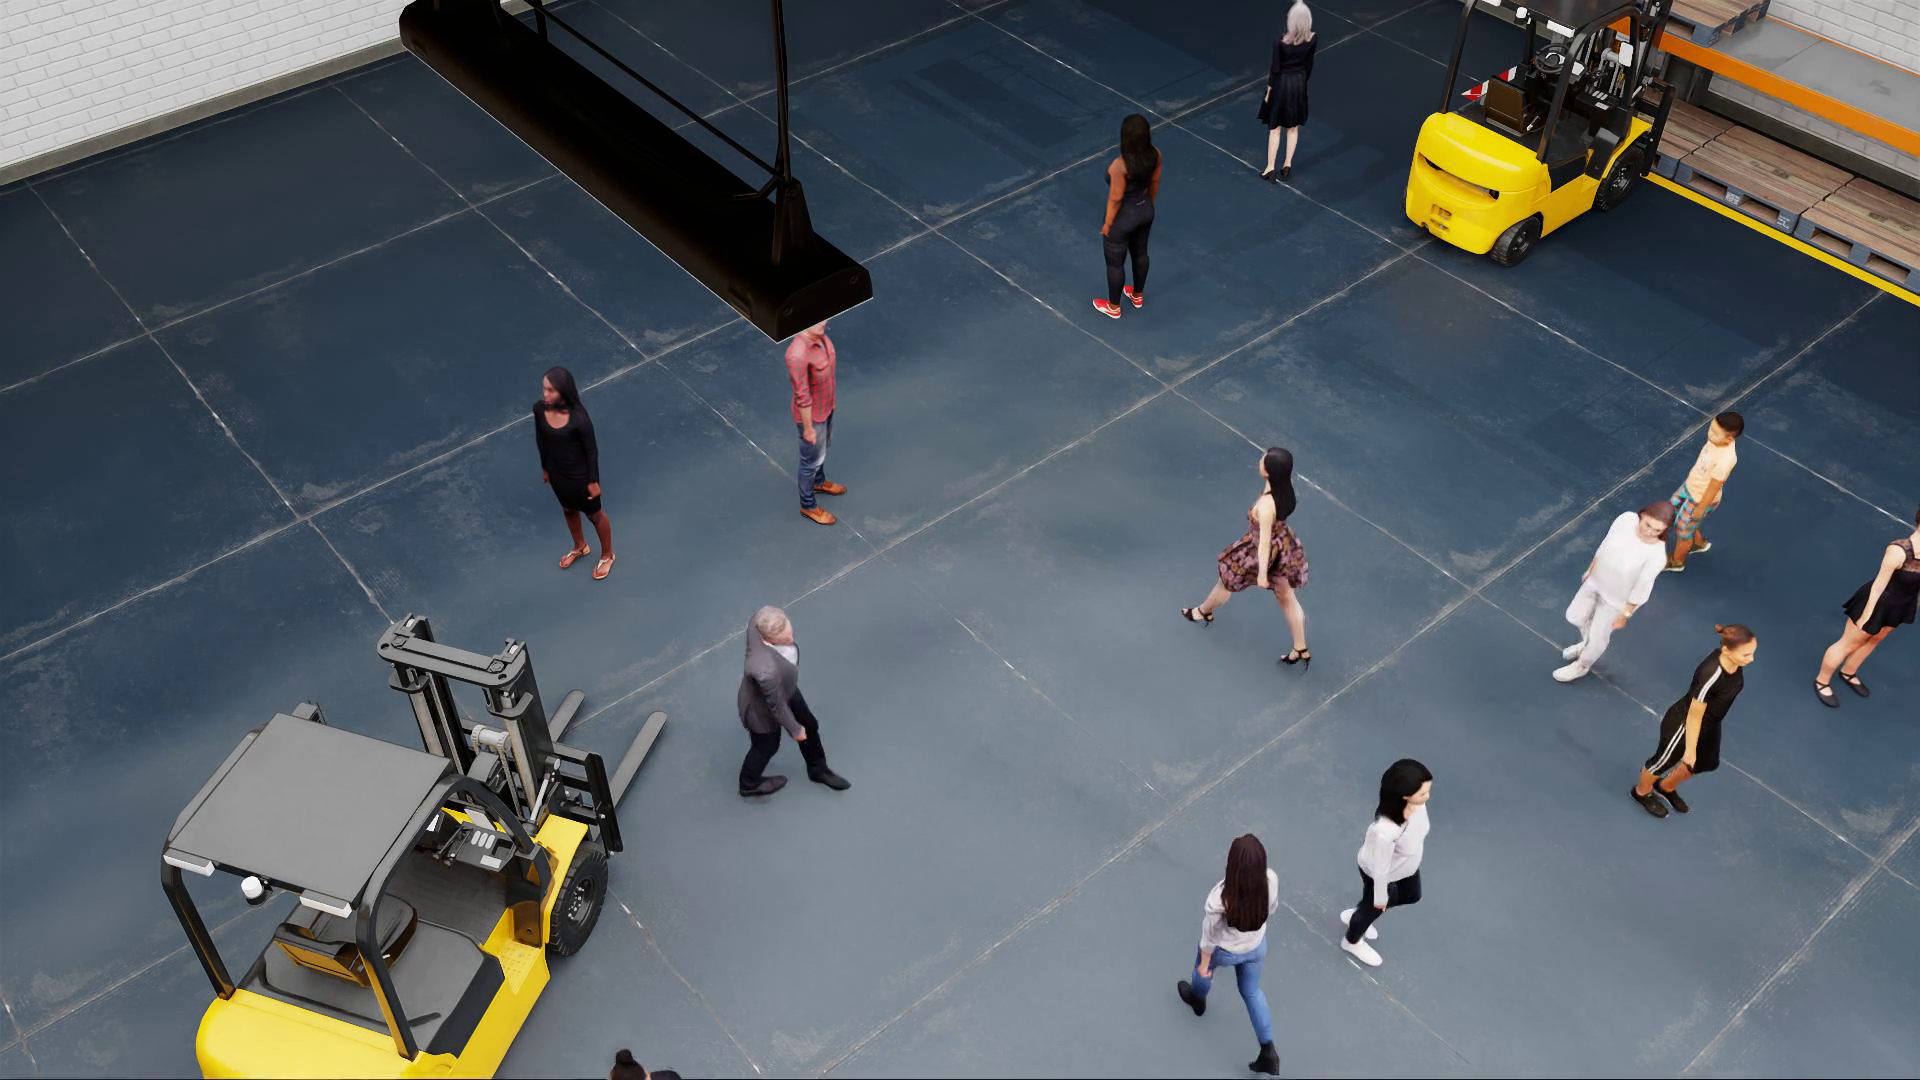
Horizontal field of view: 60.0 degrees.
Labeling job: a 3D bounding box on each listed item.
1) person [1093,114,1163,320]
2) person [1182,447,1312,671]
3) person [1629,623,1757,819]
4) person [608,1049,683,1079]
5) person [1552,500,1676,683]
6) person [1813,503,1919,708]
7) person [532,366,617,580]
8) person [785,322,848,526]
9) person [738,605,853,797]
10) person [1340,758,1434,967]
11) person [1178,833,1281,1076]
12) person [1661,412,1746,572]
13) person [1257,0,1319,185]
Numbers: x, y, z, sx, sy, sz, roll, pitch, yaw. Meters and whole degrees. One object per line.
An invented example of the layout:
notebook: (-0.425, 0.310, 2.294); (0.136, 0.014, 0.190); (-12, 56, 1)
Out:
person: (1.374, -2.636, 13.505); (0.669, 1.816, 0.617); (-26, 50, -25)
person: (2.034, 0.157, 10.645); (1.234, 1.717, 0.840); (25, 49, 24)
person: (4.246, 1.016, 9.786); (0.597, 1.658, 0.579); (-30, 51, -28)
person: (-1.568, 2.797, 7.805); (0.900, 1.811, 1.219); (-16, 46, -16)
person: (4.172, 0.309, 10.518); (0.790, 1.672, 0.672); (-9, 44, -9)
person: (5.807, 0.385, 10.434); (0.650, 1.677, 0.653); (-15, 46, -16)
person: (-2.627, -0.458, 11.288); (0.589, 1.721, 0.740); (18, 47, 18)
person: (-1.036, -0.942, 11.716); (0.786, 1.831, 0.756); (7, 44, 8)
person: (-1.153, 0.930, 9.778); (1.142, 1.793, 1.080); (-3, 44, -3)
person: (2.243, 1.717, 9.027); (0.701, 1.689, 0.704); (24, 49, 23)
person: (1.484, 2.168, 8.617); (0.790, 1.603, 1.081); (-18, 47, -18)
person: (5.123, -0.311, 11.330); (0.766, 1.449, 0.705); (10, 44, 10)
person: (2.960, -4.042, 15.031); (0.684, 1.747, 0.696); (-10, 45, -11)
